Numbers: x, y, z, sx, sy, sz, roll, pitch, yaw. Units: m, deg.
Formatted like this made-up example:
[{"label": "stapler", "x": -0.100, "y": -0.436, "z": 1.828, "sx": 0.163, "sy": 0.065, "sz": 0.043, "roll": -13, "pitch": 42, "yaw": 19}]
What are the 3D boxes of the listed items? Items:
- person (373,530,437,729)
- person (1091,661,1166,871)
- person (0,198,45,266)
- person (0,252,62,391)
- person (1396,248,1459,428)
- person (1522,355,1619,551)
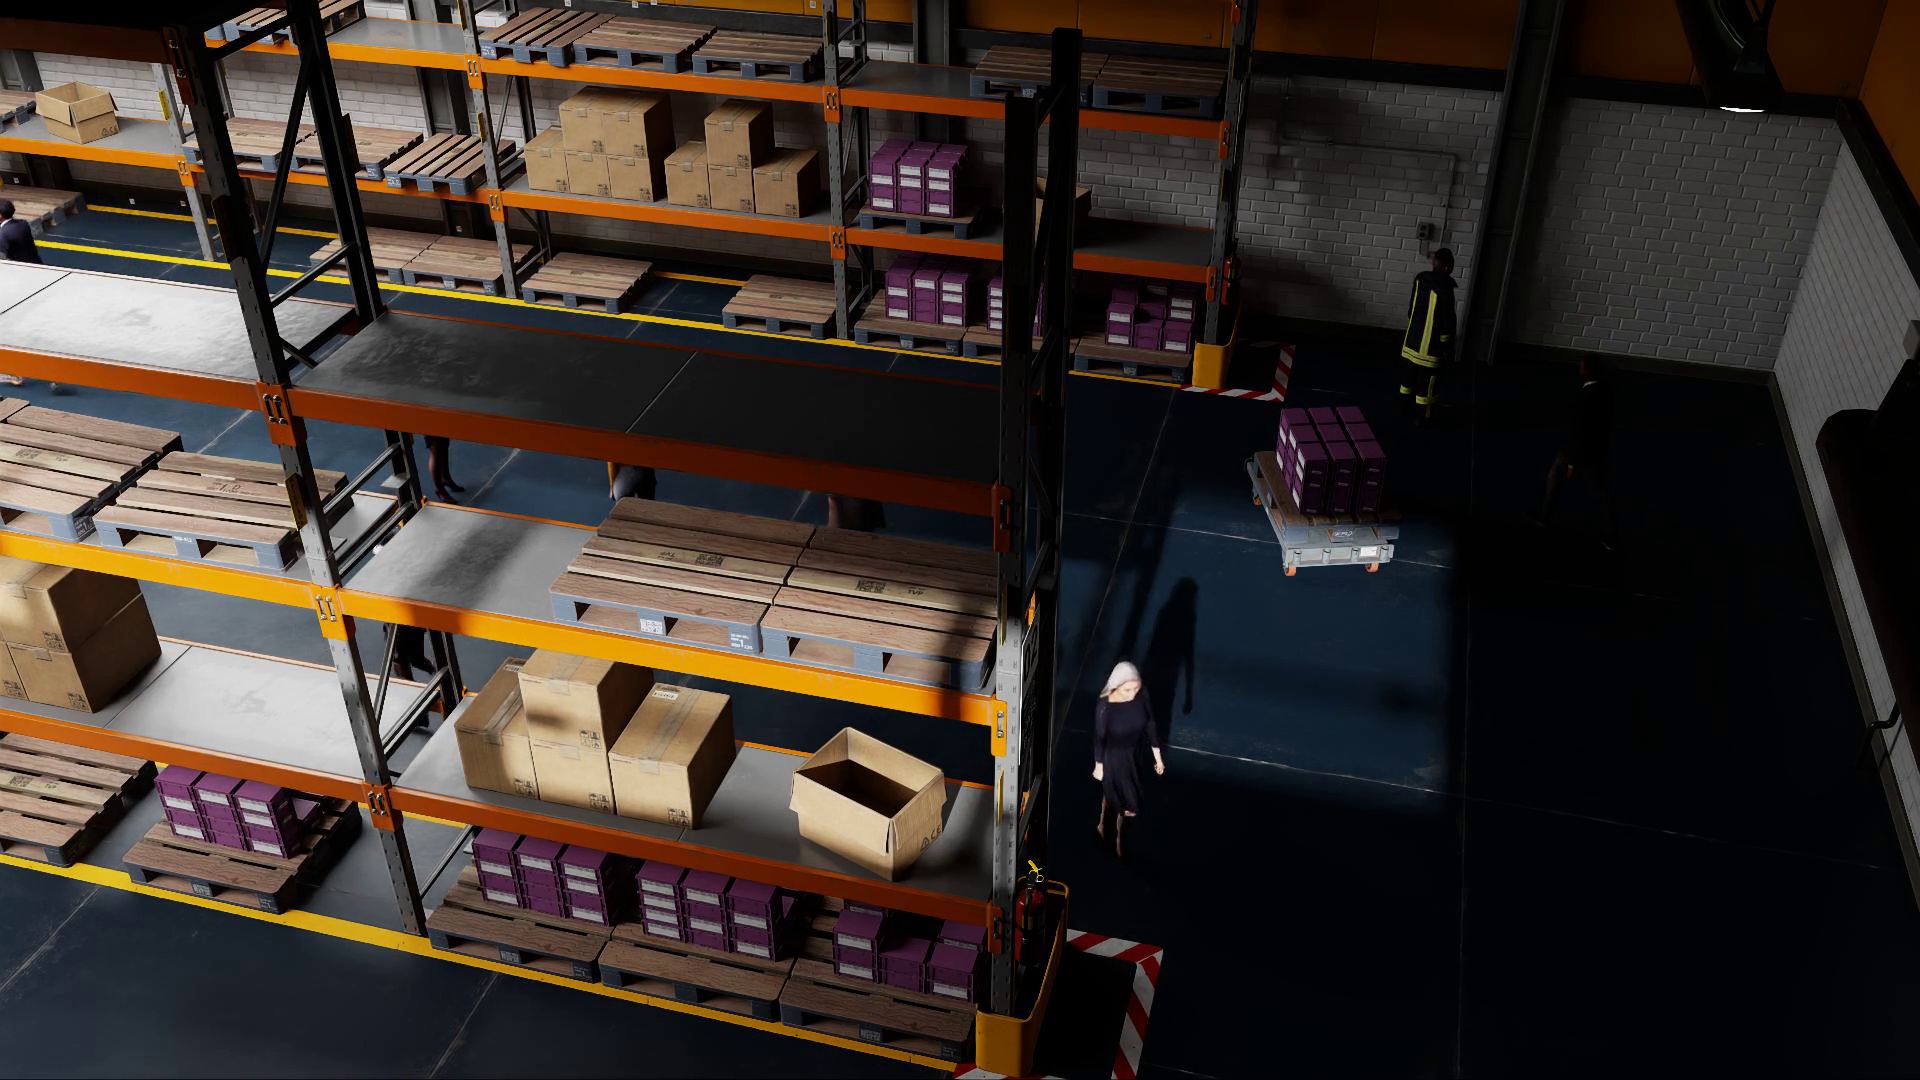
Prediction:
[{"label": "person", "x": -3.987, "y": 0.707, "z": 12.217, "sx": 0.876, "sy": 1.816, "sz": 0.570, "roll": 8, "pitch": 34, "yaw": 12}, {"label": "person", "x": 1.010, "y": 1.450, "z": 11.174, "sx": 0.859, "sy": 1.732, "sz": 0.776, "roll": 28, "pitch": 43, "yaw": 35}, {"label": "person", "x": -9.780, "y": -2.766, "z": 17.557, "sx": 1.110, "sy": 1.688, "sz": 0.857, "roll": -1, "pitch": 34, "yaw": -1}, {"label": "person", "x": -9.567, "y": -2.281, "z": 16.785, "sx": 1.146, "sy": 1.736, "sz": 0.747, "roll": 4, "pitch": 34, "yaw": 5}, {"label": "person", "x": 4.594, "y": -2.012, "z": 16.266, "sx": 0.921, "sy": 1.862, "sz": 0.883, "roll": -14, "pitch": 36, "yaw": -20}, {"label": "person", "x": 5.508, "y": -0.720, "z": 14.433, "sx": 1.131, "sy": 1.739, "sz": 1.187, "roll": -15, "pitch": 37, "yaw": -22}]
